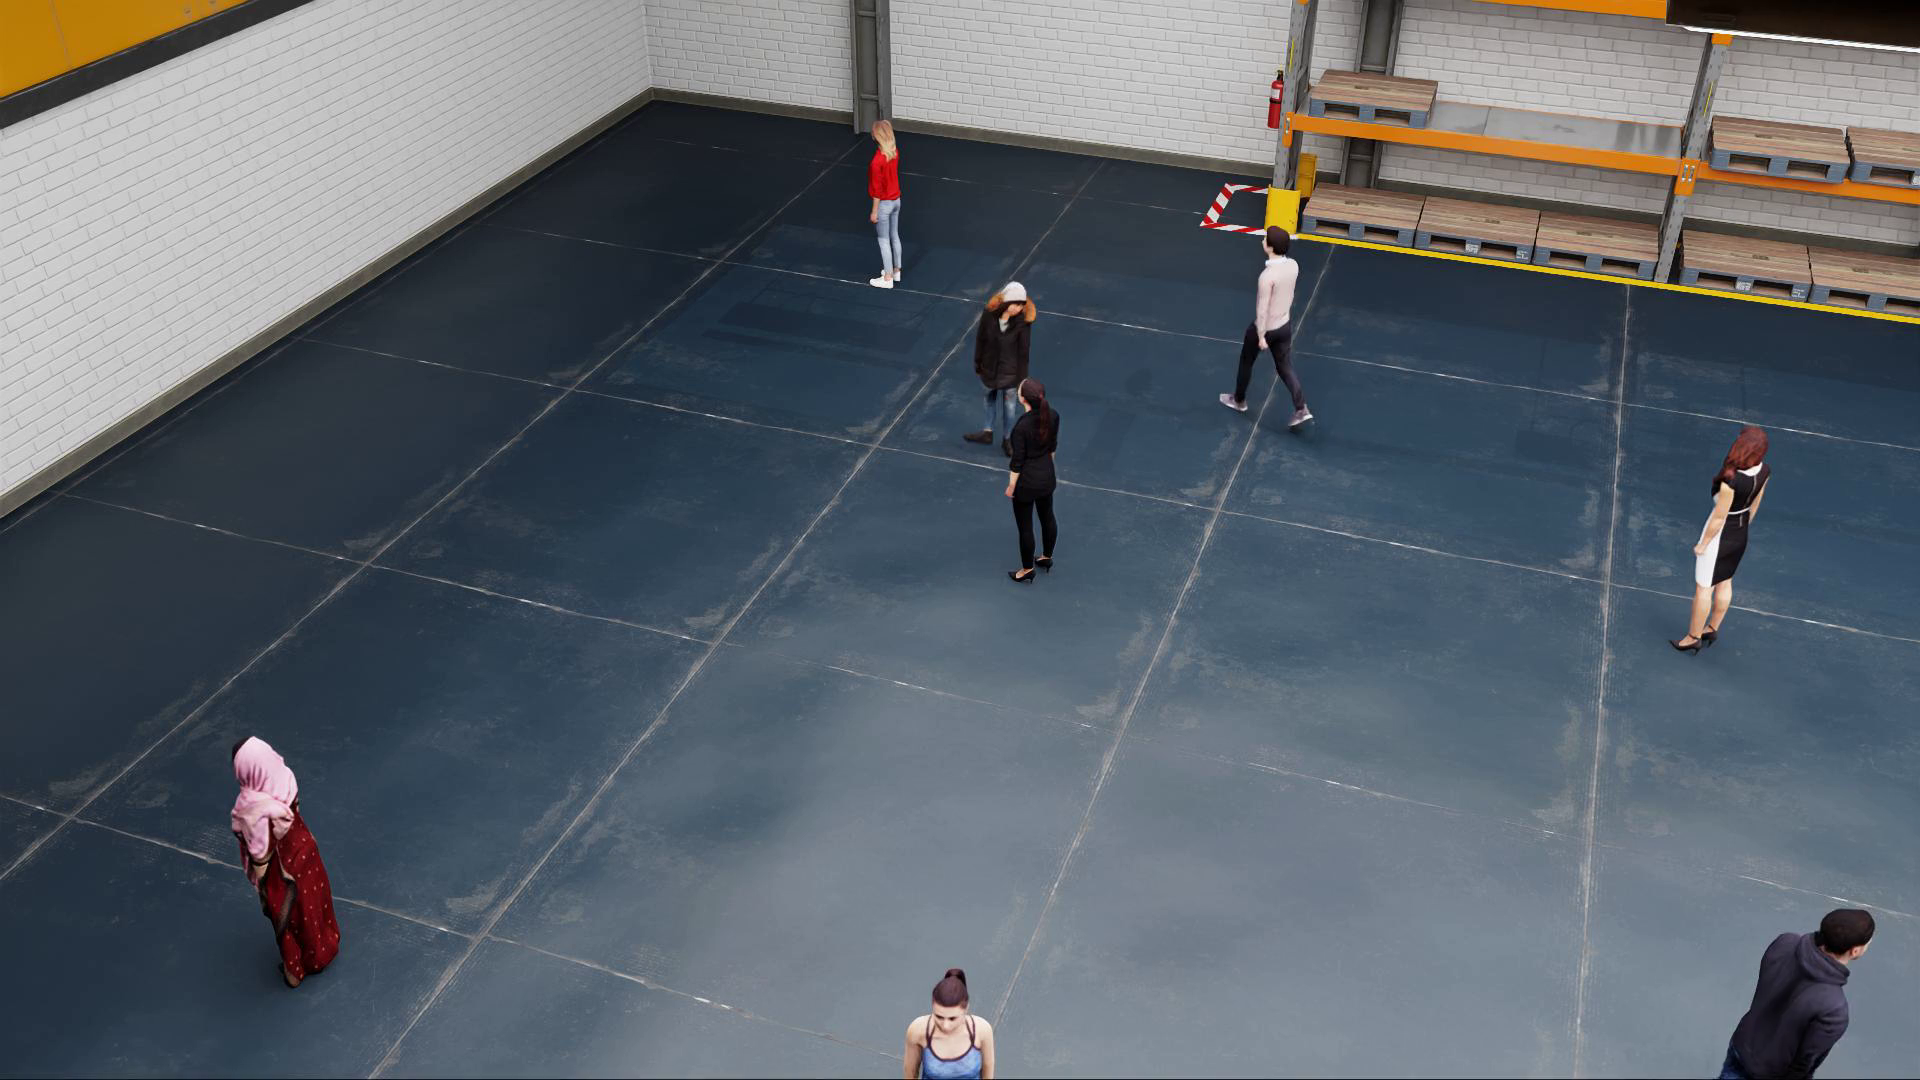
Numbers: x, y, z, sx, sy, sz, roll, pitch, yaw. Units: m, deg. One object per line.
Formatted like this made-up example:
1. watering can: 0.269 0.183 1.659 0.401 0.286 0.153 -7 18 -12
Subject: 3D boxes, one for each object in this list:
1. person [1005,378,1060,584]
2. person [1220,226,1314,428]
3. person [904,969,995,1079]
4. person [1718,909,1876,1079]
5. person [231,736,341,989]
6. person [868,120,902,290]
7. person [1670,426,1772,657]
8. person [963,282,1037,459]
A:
1. person: 0.537 -0.432 12.235 0.686 1.660 0.692 -27 42 -34
2. person: 2.716 -1.782 14.163 1.034 1.775 1.257 -24 40 -31
3. person: -0.042 2.605 7.714 0.568 1.608 0.694 0 34 -1
4. person: 3.692 2.431 7.755 1.161 1.851 1.017 -8 34 -12
5. person: -3.676 1.710 9.034 0.670 1.637 0.711 4 34 6
6. person: -0.740 -3.346 16.580 0.532 1.704 0.641 15 37 22
7. person: 5.259 0.014 11.443 0.644 1.795 0.699 -15 37 -22
8. person: 0.311 -1.445 13.804 0.511 1.611 0.867 19 38 27
